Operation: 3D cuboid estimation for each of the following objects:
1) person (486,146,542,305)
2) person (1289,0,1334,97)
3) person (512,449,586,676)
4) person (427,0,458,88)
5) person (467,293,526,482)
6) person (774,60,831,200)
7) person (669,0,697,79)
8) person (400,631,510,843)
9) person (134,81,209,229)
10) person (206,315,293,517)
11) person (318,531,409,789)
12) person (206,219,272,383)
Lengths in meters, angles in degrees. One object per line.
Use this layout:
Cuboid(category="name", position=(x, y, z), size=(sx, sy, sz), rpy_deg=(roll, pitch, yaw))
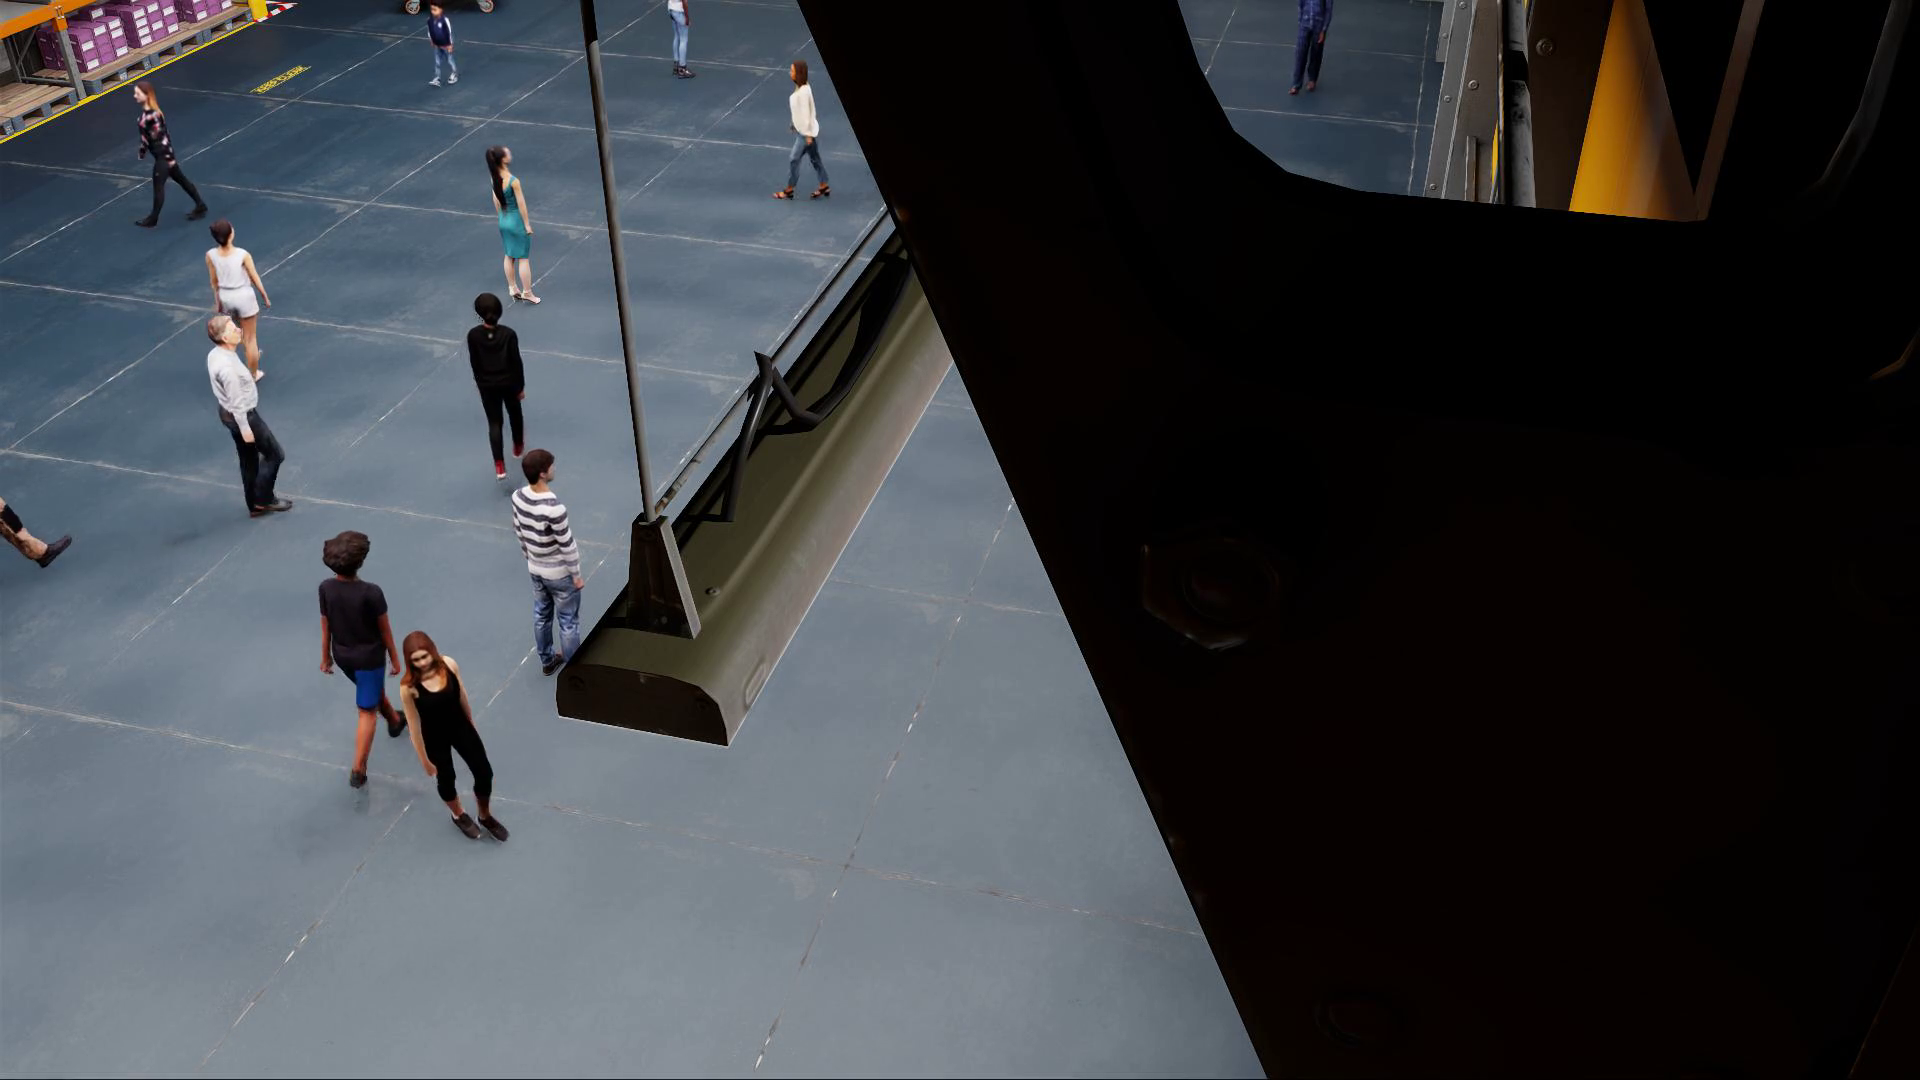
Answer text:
Cuboid(category="person", position=(-4.594, -3.232, 17.089), size=(0.613, 1.686, 0.573), rpy_deg=(20, 38, 27))
Cuboid(category="person", position=(4.847, -6.977, 22.646), size=(0.789, 1.772, 1.206), rpy_deg=(14, 36, 20))
Cuboid(category="person", position=(-2.903, 0.191, 11.791), size=(0.708, 1.850, 0.636), rpy_deg=(20, 38, 27))
Cuboid(category="person", position=(-7.157, -6.923, 23.083), size=(0.526, 1.199, 0.758), rpy_deg=(9, 35, 13))
Cuboid(category="person", position=(-3.942, -1.282, 14.188), size=(0.893, 1.650, 1.129), rpy_deg=(-7, 34, -10))
Cuboid(category="person", position=(-1.709, -4.775, 19.436), size=(0.893, 1.657, 0.936), rpy_deg=(-3, 34, -4))
Cuboid(category="person", position=(-3.940, -7.377, 23.294), size=(0.702, 1.721, 0.646), rpy_deg=(-19, 38, -26))
Cuboid(category="person", position=(-3.265, 1.196, 10.407), size=(0.818, 1.709, 0.754), rpy_deg=(27, 42, 34))
Cuboid(category="person", position=(-8.963, -4.383, 18.865), size=(1.110, 1.637, 0.989), rpy_deg=(-22, 39, -29))
Cuboid(category="person", position=(-5.948, -0.981, 13.588), size=(0.835, 1.813, 0.786), rpy_deg=(-20, 38, -27))
Cuboid(category="person", position=(-3.984, 0.822, 10.933), size=(0.682, 1.749, 1.158), rpy_deg=(5, 34, 8))
Cuboid(category="person", position=(-6.812, -2.212, 15.635), size=(0.717, 1.598, 0.874), rpy_deg=(0, 34, 0))
